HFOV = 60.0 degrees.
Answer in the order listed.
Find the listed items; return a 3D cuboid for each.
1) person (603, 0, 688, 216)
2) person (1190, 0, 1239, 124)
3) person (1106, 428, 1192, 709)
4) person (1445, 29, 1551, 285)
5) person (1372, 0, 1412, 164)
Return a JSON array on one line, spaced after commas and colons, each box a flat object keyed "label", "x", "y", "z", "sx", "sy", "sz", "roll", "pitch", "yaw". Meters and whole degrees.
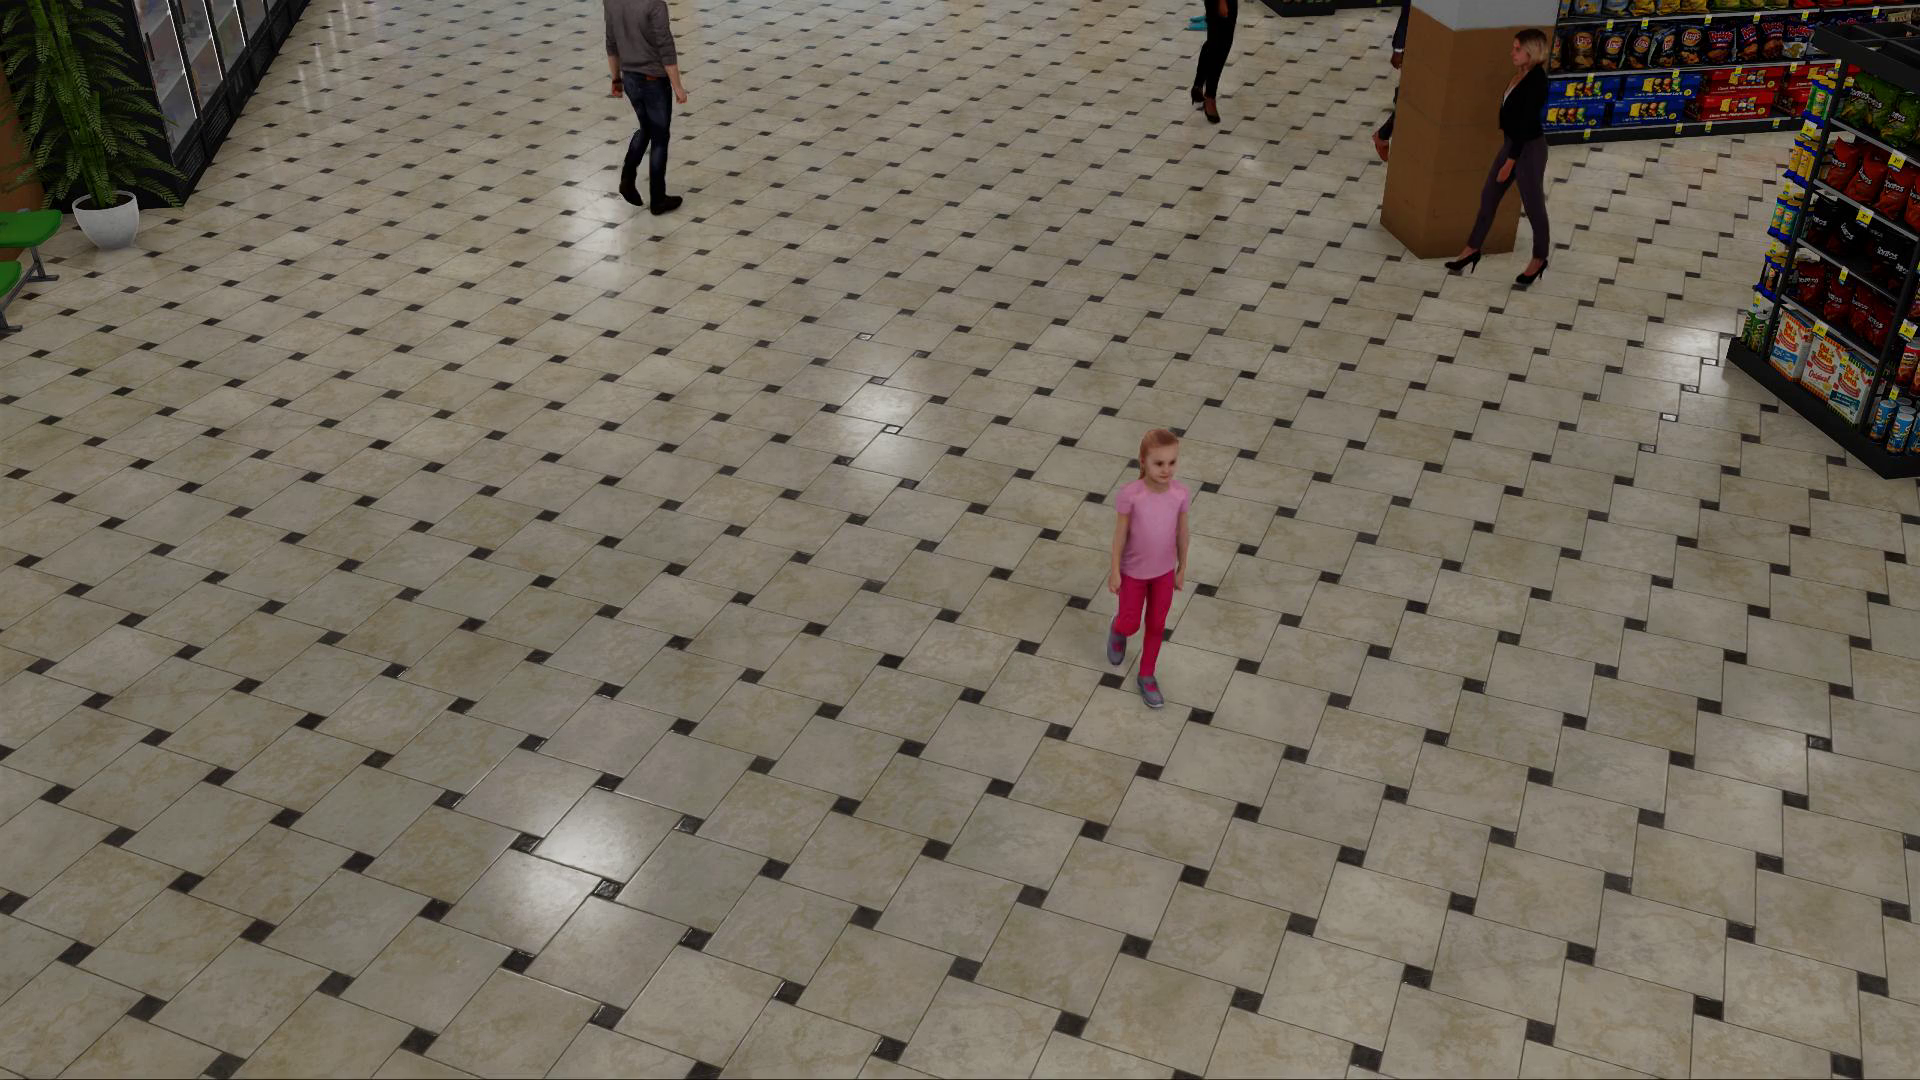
[{"label": "person", "x": -2.255, "y": -3.177, "z": 11.660, "sx": 0.889, "sy": 1.889, "sz": 0.950, "roll": 19, "pitch": 37, "yaw": 28}, {"label": "person", "x": 2.117, "y": -4.370, "z": 13.654, "sx": 0.728, "sy": 1.807, "sz": 0.818, "roll": 10, "pitch": 33, "yaw": 16}, {"label": "person", "x": 0.772, "y": 0.083, "z": 7.012, "sx": 0.612, "sy": 1.263, "sz": 0.569, "roll": -7, "pitch": 32, "yaw": -10}, {"label": "person", "x": 3.710, "y": -2.441, "z": 10.712, "sx": 0.902, "sy": 1.641, "sz": 0.723, "roll": -2, "pitch": 32, "yaw": -4}, {"label": "person", "x": 3.445, "y": -3.772, "z": 12.700, "sx": 0.839, "sy": 1.800, "sz": 0.937, "roll": -23, "pitch": 39, "yaw": -33}]
